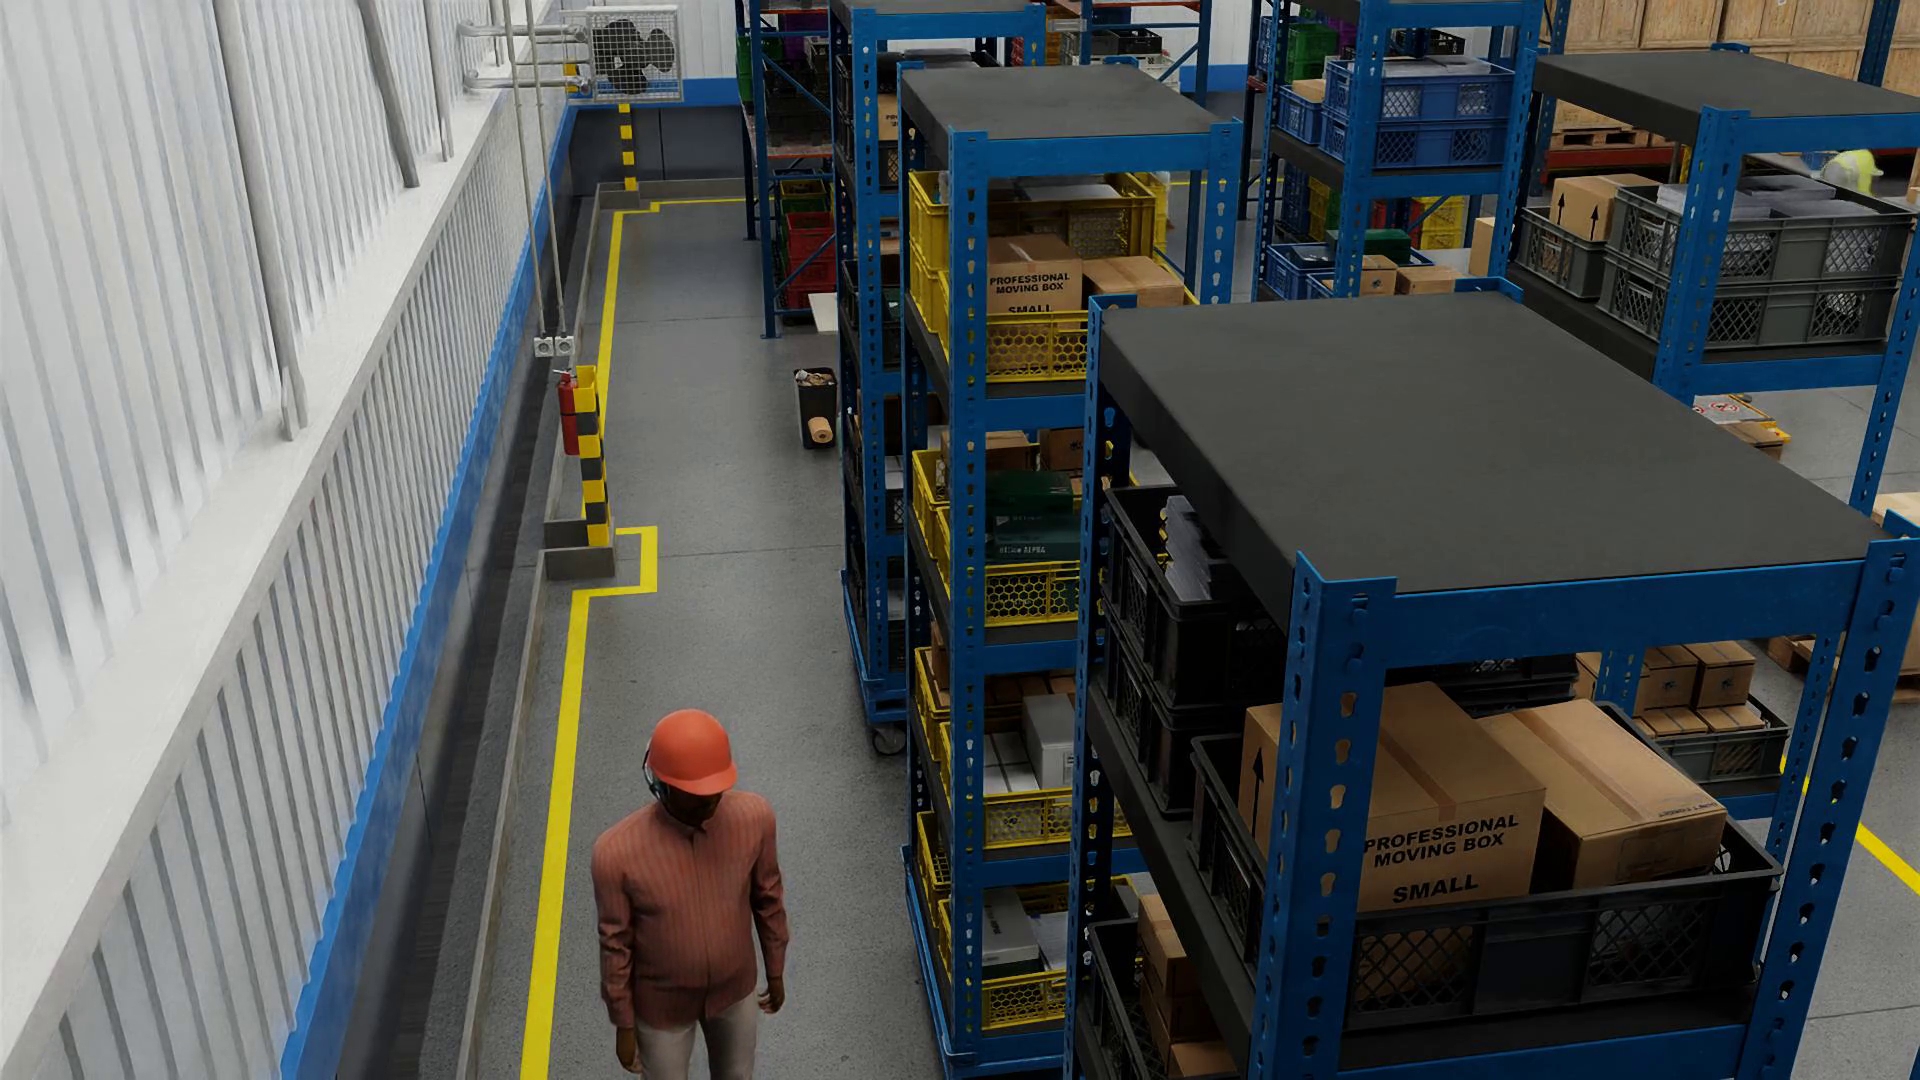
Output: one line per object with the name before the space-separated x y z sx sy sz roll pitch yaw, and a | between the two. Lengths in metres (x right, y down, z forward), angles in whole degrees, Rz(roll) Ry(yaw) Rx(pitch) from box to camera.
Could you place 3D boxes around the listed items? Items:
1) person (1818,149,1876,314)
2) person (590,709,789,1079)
person | 7.553 -2.659 14.224 0.689 1.818 0.599 -20 31 -36
person | -0.812 1.398 5.197 0.617 1.990 0.398 -15 28 -29
